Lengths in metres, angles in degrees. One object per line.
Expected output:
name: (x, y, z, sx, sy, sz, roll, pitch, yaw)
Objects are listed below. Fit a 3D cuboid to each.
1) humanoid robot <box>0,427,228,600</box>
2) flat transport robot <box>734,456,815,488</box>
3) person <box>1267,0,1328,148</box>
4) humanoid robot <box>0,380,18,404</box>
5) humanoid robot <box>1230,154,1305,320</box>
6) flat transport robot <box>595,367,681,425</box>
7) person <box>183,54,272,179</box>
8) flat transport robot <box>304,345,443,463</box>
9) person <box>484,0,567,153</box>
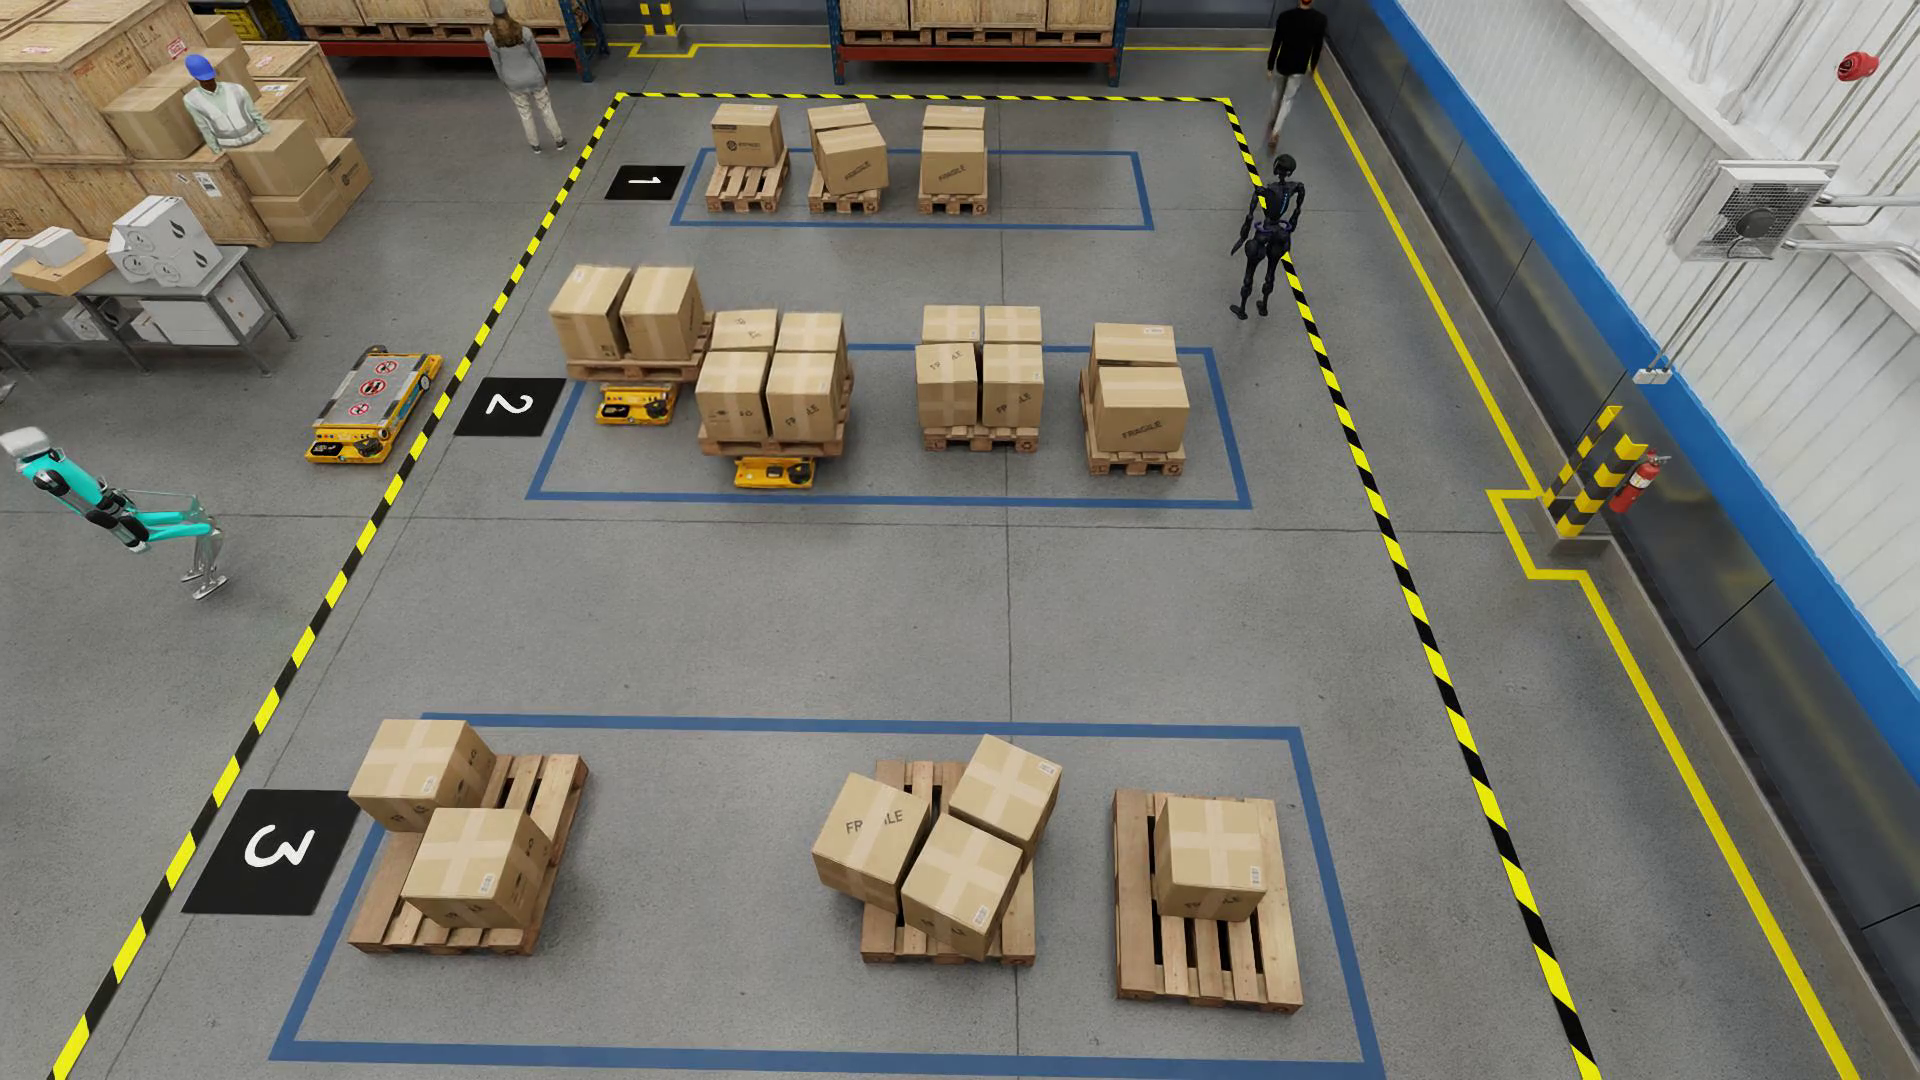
humanoid robot: (-5.794, -0.249, 6.525, 0.735, 1.681, 0.533, -36, 58, -26)
flat transport robot: (-1.587, -1.043, 8.231, 0.652, 0.197, 1.431, 1, 50, 1)
person: (4.062, -5.829, 11.261, 0.584, 1.856, 0.894, 21, 53, 17)
humanoid robot: (-9.032, -1.576, 7.734, 0.554, 1.728, 1.015, 26, 54, 20)
humanoid robot: (2.978, -2.929, 8.911, 0.599, 1.659, 0.315, -7, 50, -6)
flat transport robot: (-2.973, -1.658, 8.751, 0.652, 0.197, 1.431, 1, 50, 1)
person: (-7.647, -4.197, 9.827, 0.602, 1.939, 0.412, -33, 57, -25)
flat transport robot: (-5.383, -1.269, 8.441, 0.659, 0.231, 1.431, 1, 50, 1)
person: (-5.288, -5.601, 11.122, 0.568, 1.769, 0.397, -13, 51, -11)
